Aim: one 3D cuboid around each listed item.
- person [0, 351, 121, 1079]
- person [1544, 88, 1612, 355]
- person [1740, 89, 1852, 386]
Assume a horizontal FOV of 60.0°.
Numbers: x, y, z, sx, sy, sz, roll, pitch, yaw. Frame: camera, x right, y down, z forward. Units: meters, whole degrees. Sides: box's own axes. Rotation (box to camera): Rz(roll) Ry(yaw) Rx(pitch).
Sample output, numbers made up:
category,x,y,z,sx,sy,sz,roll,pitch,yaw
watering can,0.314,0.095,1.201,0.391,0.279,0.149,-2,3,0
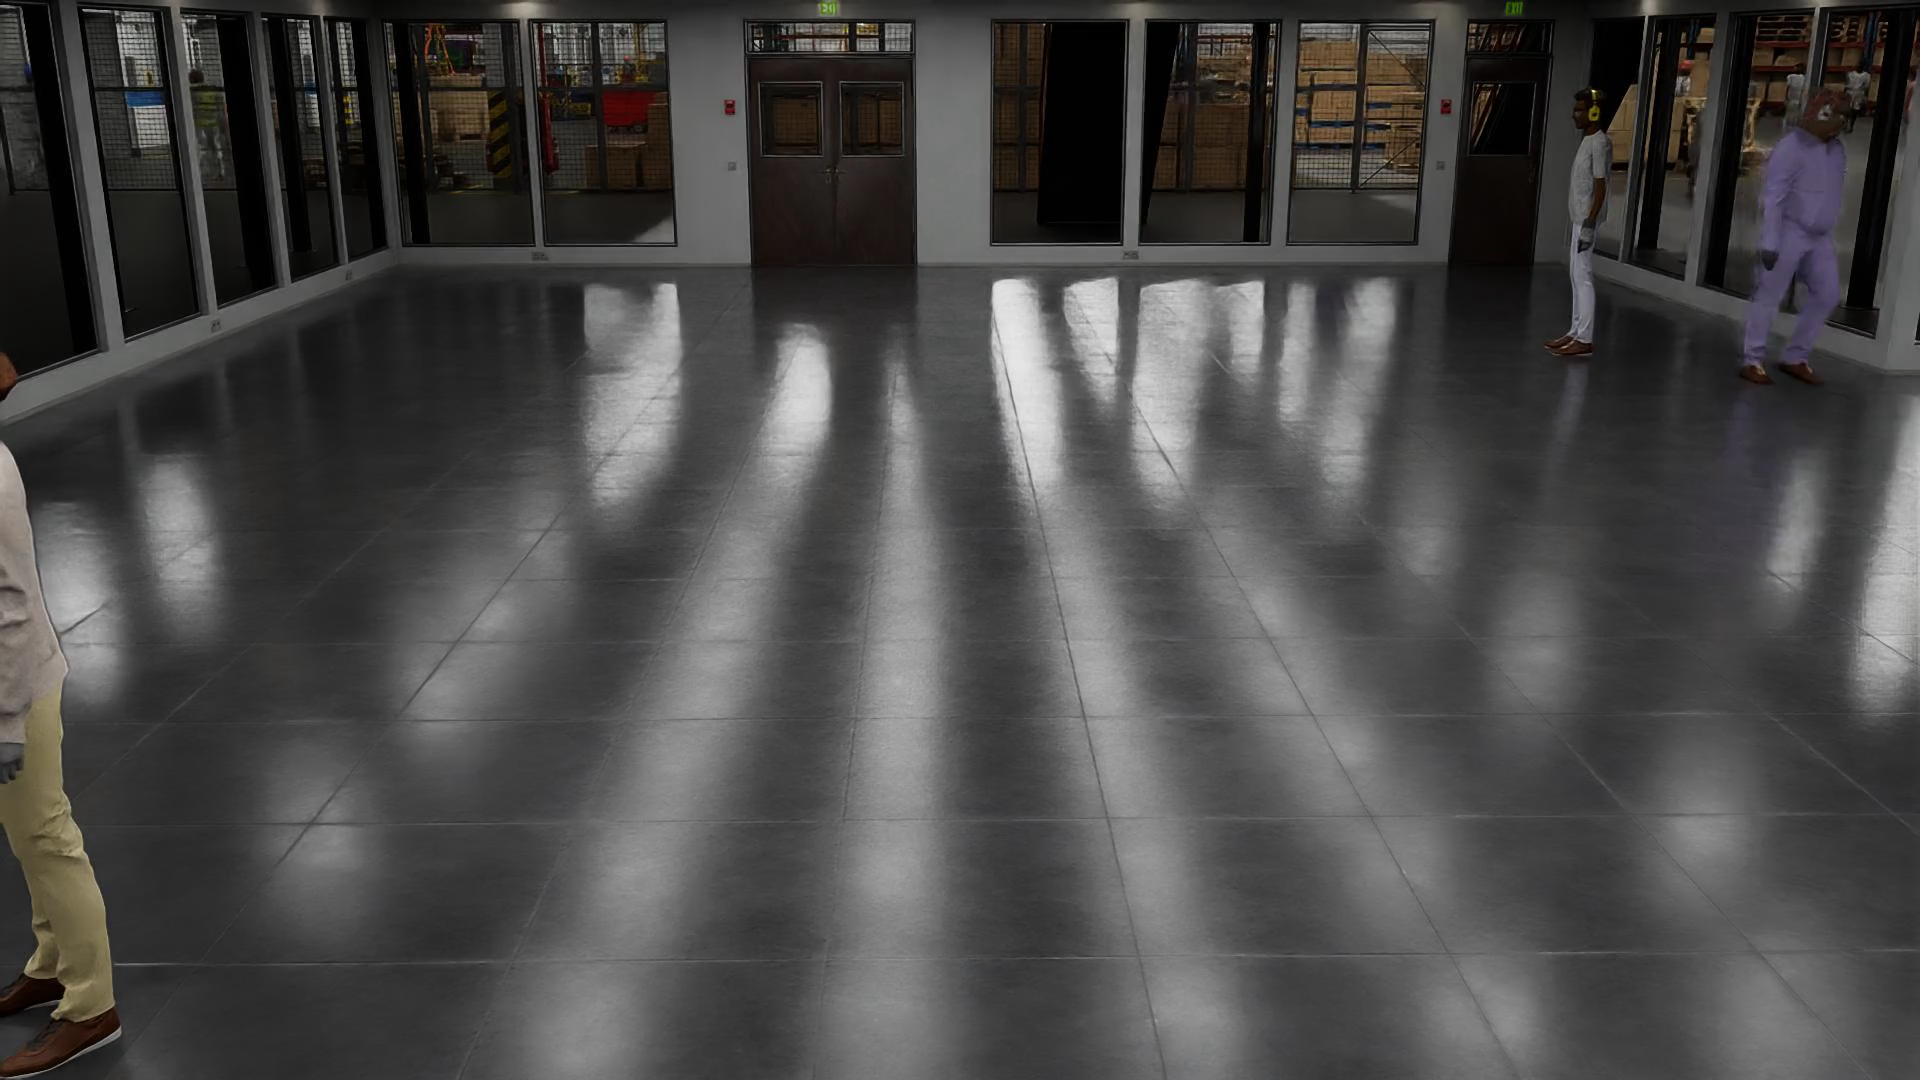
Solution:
category,x,y,z,sx,sy,sz,roll,pitch,yaw
person,-2.021,0.325,3.476,0.282,1.633,0.499,-12,20,-35
person,4.421,-2.245,11.820,0.312,1.865,0.535,3,17,12
person,5.442,-1.923,10.687,0.698,1.878,0.634,-8,18,-24
